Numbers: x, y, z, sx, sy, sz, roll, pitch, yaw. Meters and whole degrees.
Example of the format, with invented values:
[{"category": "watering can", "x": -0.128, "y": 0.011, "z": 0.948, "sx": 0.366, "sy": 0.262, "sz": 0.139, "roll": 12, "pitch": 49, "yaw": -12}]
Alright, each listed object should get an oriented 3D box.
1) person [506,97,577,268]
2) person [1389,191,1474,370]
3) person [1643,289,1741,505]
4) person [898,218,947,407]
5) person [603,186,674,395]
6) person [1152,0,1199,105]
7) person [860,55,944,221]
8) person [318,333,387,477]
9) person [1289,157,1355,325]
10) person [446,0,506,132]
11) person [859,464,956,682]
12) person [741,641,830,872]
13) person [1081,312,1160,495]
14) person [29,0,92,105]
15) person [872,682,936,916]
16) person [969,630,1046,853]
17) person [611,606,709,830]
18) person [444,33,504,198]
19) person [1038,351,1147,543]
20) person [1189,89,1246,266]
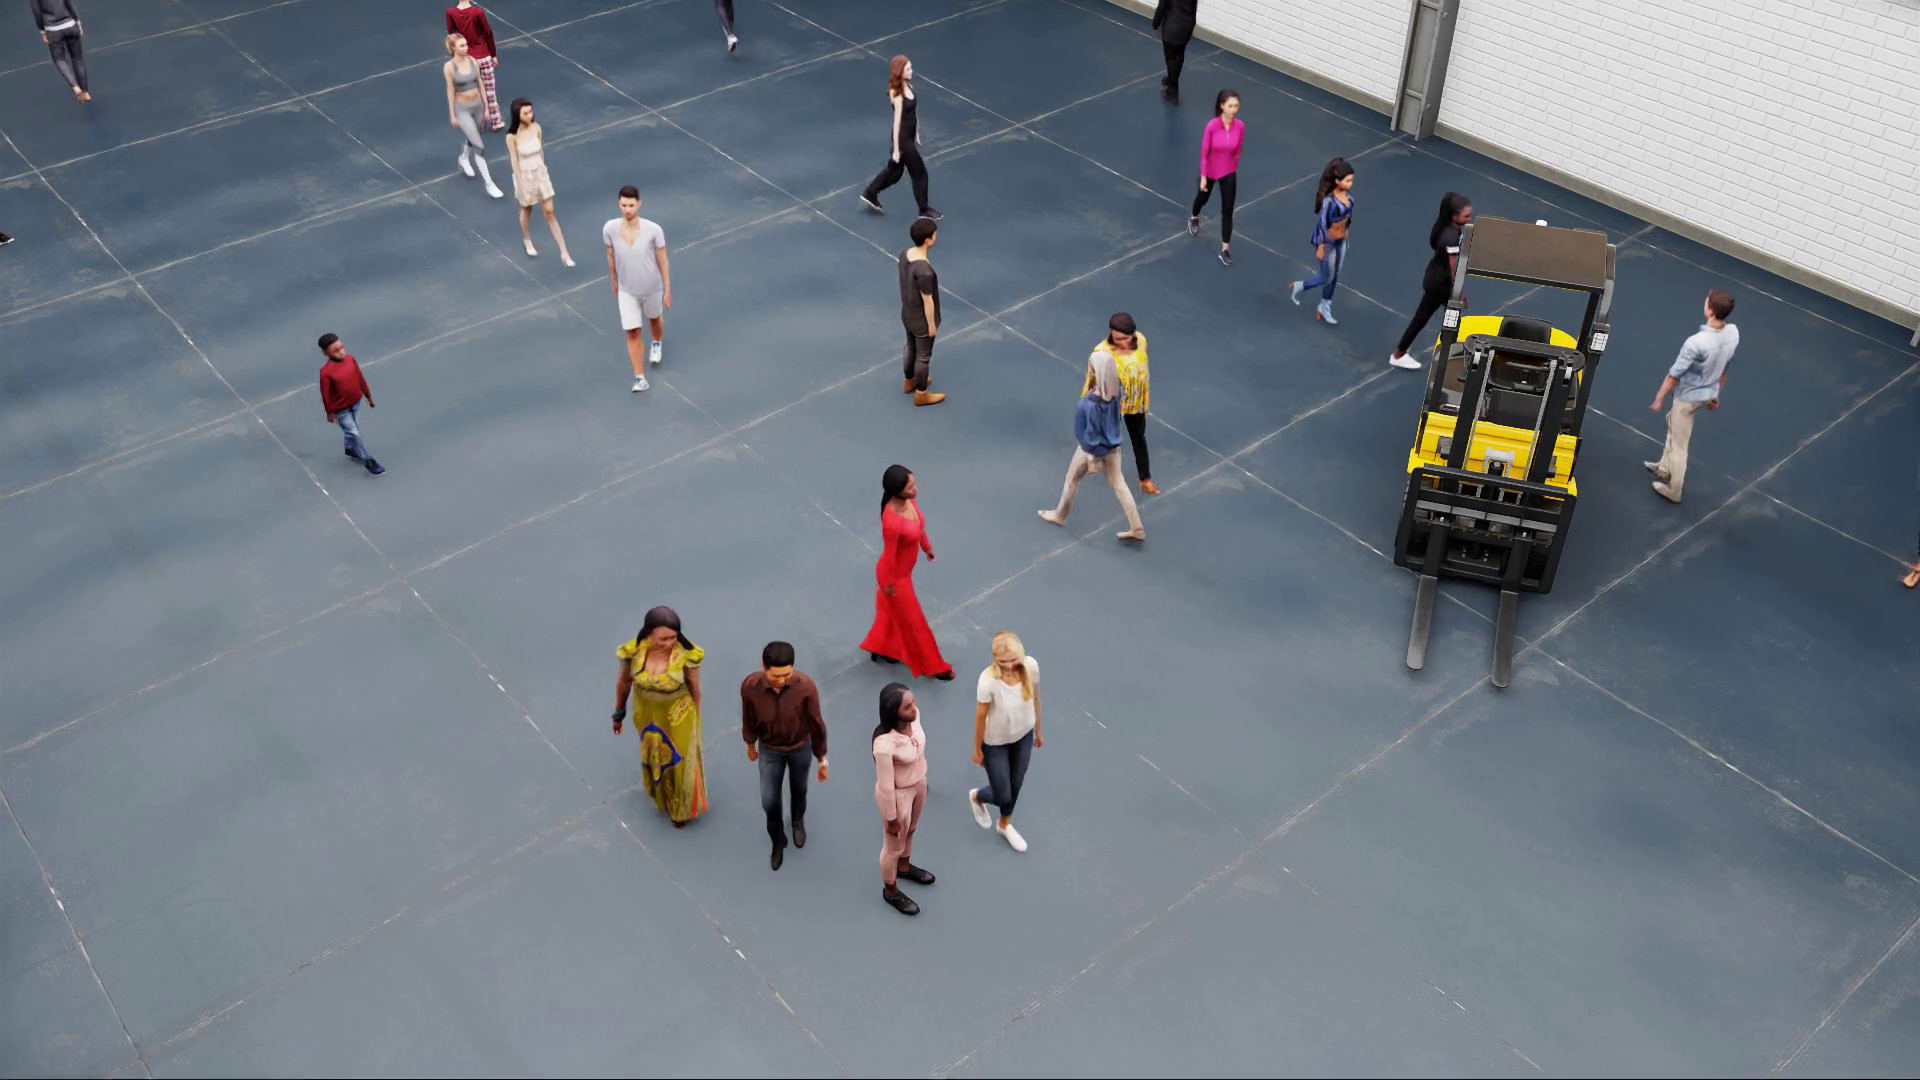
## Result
[{"category": "person", "x": -4.191, "y": -3.448, "z": 16.006, "sx": 0.621, "sy": 1.695, "sz": 1.026, "roll": -31, "pitch": 48, "yaw": -33}, {"category": "person", "x": 4.082, "y": -2.223, "z": 14.462, "sx": 1.099, "sy": 1.707, "sz": 0.969, "roll": 9, "pitch": 39, "yaw": 11}, {"category": "person", "x": 5.754, "y": -1.063, "z": 12.909, "sx": 0.769, "sy": 1.834, "sz": 0.837, "roll": -17, "pitch": 42, "yaw": -20}, {"category": "person", "x": -0.353, "y": -1.938, "z": 14.101, "sx": 0.726, "sy": 1.713, "sz": 0.556, "roll": -17, "pitch": 42, "yaw": -21}, {"category": "person", "x": -2.752, "y": -2.249, "z": 14.423, "sx": 1.172, "sy": 1.798, "sz": 1.294, "roll": -1, "pitch": 39, "yaw": -1}, {"category": "person", "x": 2.506, "y": -5.813, "z": 18.914, "sx": 0.763, "sy": 1.763, "sz": 0.867, "roll": -16, "pitch": 41, "yaw": -19}, {"category": "person", "x": -0.657, "y": -4.028, "z": 16.721, "sx": 1.187, "sy": 1.710, "sz": 1.025, "roll": 9, "pitch": 39, "yaw": 11}, {"category": "person", "x": -5.029, "y": -1.133, "z": 13.477, "sx": 0.851, "sy": 1.234, "sz": 0.689, "roll": 19, "pitch": 42, "yaw": 22}, {"category": "person", "x": 3.331, "y": -2.729, "z": 15.177, "sx": 0.788, "sy": 1.607, "sz": 0.690, "roll": 28, "pitch": 46, "yaw": 31}, {"category": "person", "x": -5.372, "y": -5.361, "z": 18.398, "sx": 0.693, "sy": 1.700, "sz": 0.717, "roll": -2, "pitch": 39, "yaw": -2}, {"category": "person", "x": -0.500, "y": 0.211, "z": 11.382, "sx": 1.071, "sy": 1.758, "sz": 0.973, "roll": 6, "pitch": 39, "yaw": 7}, {"category": "person", "x": -1.063, "y": 1.200, "z": 10.139, "sx": 0.810, "sy": 1.754, "sz": 0.856, "roll": -4, "pitch": 39, "yaw": -5}, {"category": "person", "x": 1.218, "y": -1.146, "z": 13.184, "sx": 0.790, "sy": 1.619, "sz": 0.988, "roll": -23, "pitch": 44, "yaw": -26}, {"category": "person", "x": -10.192, "y": -5.789, "z": 18.891, "sx": 0.626, "sy": 1.753, "sz": 0.842, "roll": -25, "pitch": 45, "yaw": -28}, {"category": "person", "x": -0.349, "y": 1.499, "z": 9.793, "sx": 0.689, "sy": 1.719, "sz": 0.697, "roll": 15, "pitch": 41, "yaw": 18}, {"category": "person", "x": 0.228, "y": 1.169, "z": 10.148, "sx": 0.634, "sy": 1.792, "sz": 0.709, "roll": -23, "pitch": 44, "yaw": -26}, {"category": "person", "x": -1.846, "y": 1.038, "z": 10.451, "sx": 0.988, "sy": 1.628, "sz": 1.050, "roll": 6, "pitch": 39, "yaw": 7}, {"category": "person", "x": -5.137, "y": -4.458, "z": 17.294, "sx": 1.150, "sy": 1.666, "sz": 0.621, "roll": 31, "pitch": 48, "yaw": 33}, {"category": "person", "x": 1.143, "y": -0.667, "z": 12.563, "sx": 1.182, "sy": 1.656, "sz": 0.774, "roll": 25, "pitch": 45, "yaw": 28}, {"category": "person", "x": 2.476, "y": -3.605, "z": 16.238, "sx": 0.981, "sy": 1.661, "sz": 1.206, "roll": -6, "pitch": 39, "yaw": -7}]
